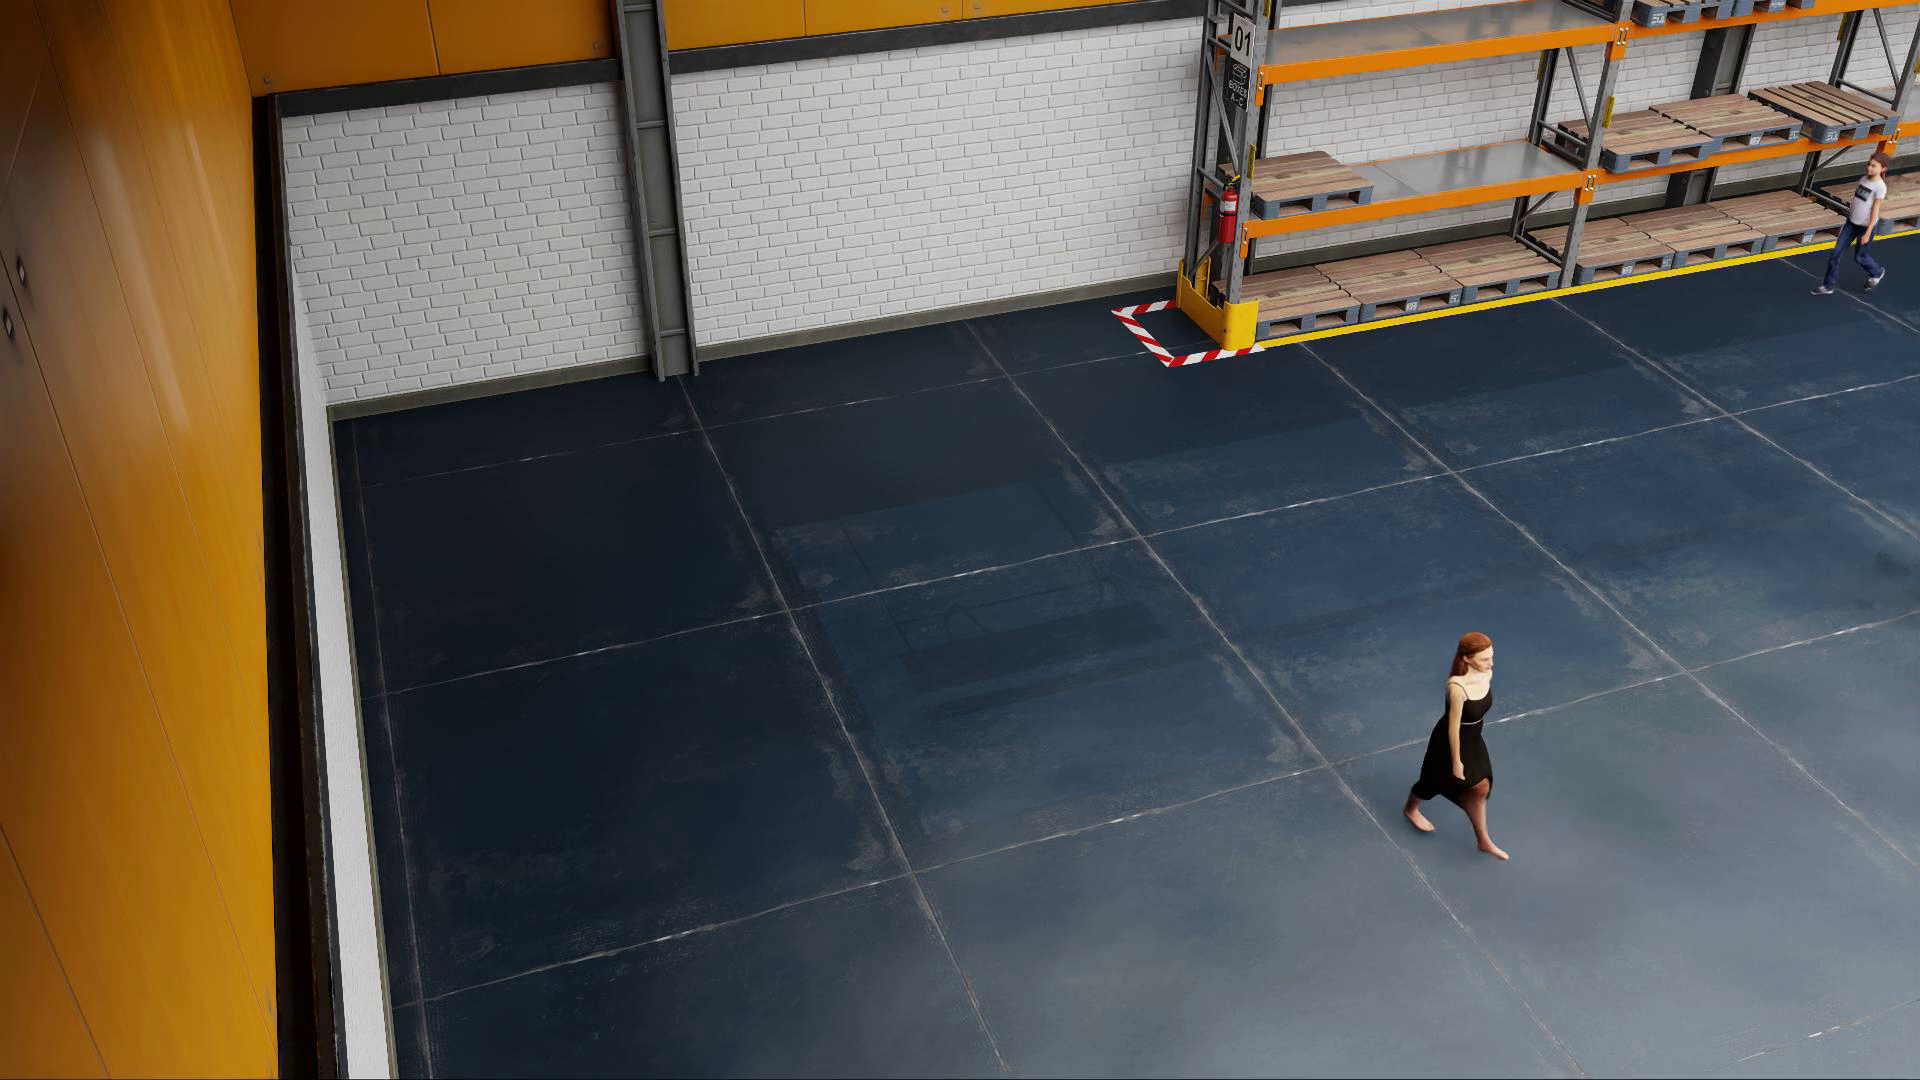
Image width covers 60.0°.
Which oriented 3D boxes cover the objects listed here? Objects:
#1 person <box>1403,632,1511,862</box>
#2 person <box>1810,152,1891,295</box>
[{"bbox_3d":[3.021,1.222,10.375,0.974,1.593,0.797,-21,39,-28],"label":"person"},{"bbox_3d":[9.353,-3.247,17.153,1.031,1.533,0.612,-8,35,-13],"label":"person"}]
